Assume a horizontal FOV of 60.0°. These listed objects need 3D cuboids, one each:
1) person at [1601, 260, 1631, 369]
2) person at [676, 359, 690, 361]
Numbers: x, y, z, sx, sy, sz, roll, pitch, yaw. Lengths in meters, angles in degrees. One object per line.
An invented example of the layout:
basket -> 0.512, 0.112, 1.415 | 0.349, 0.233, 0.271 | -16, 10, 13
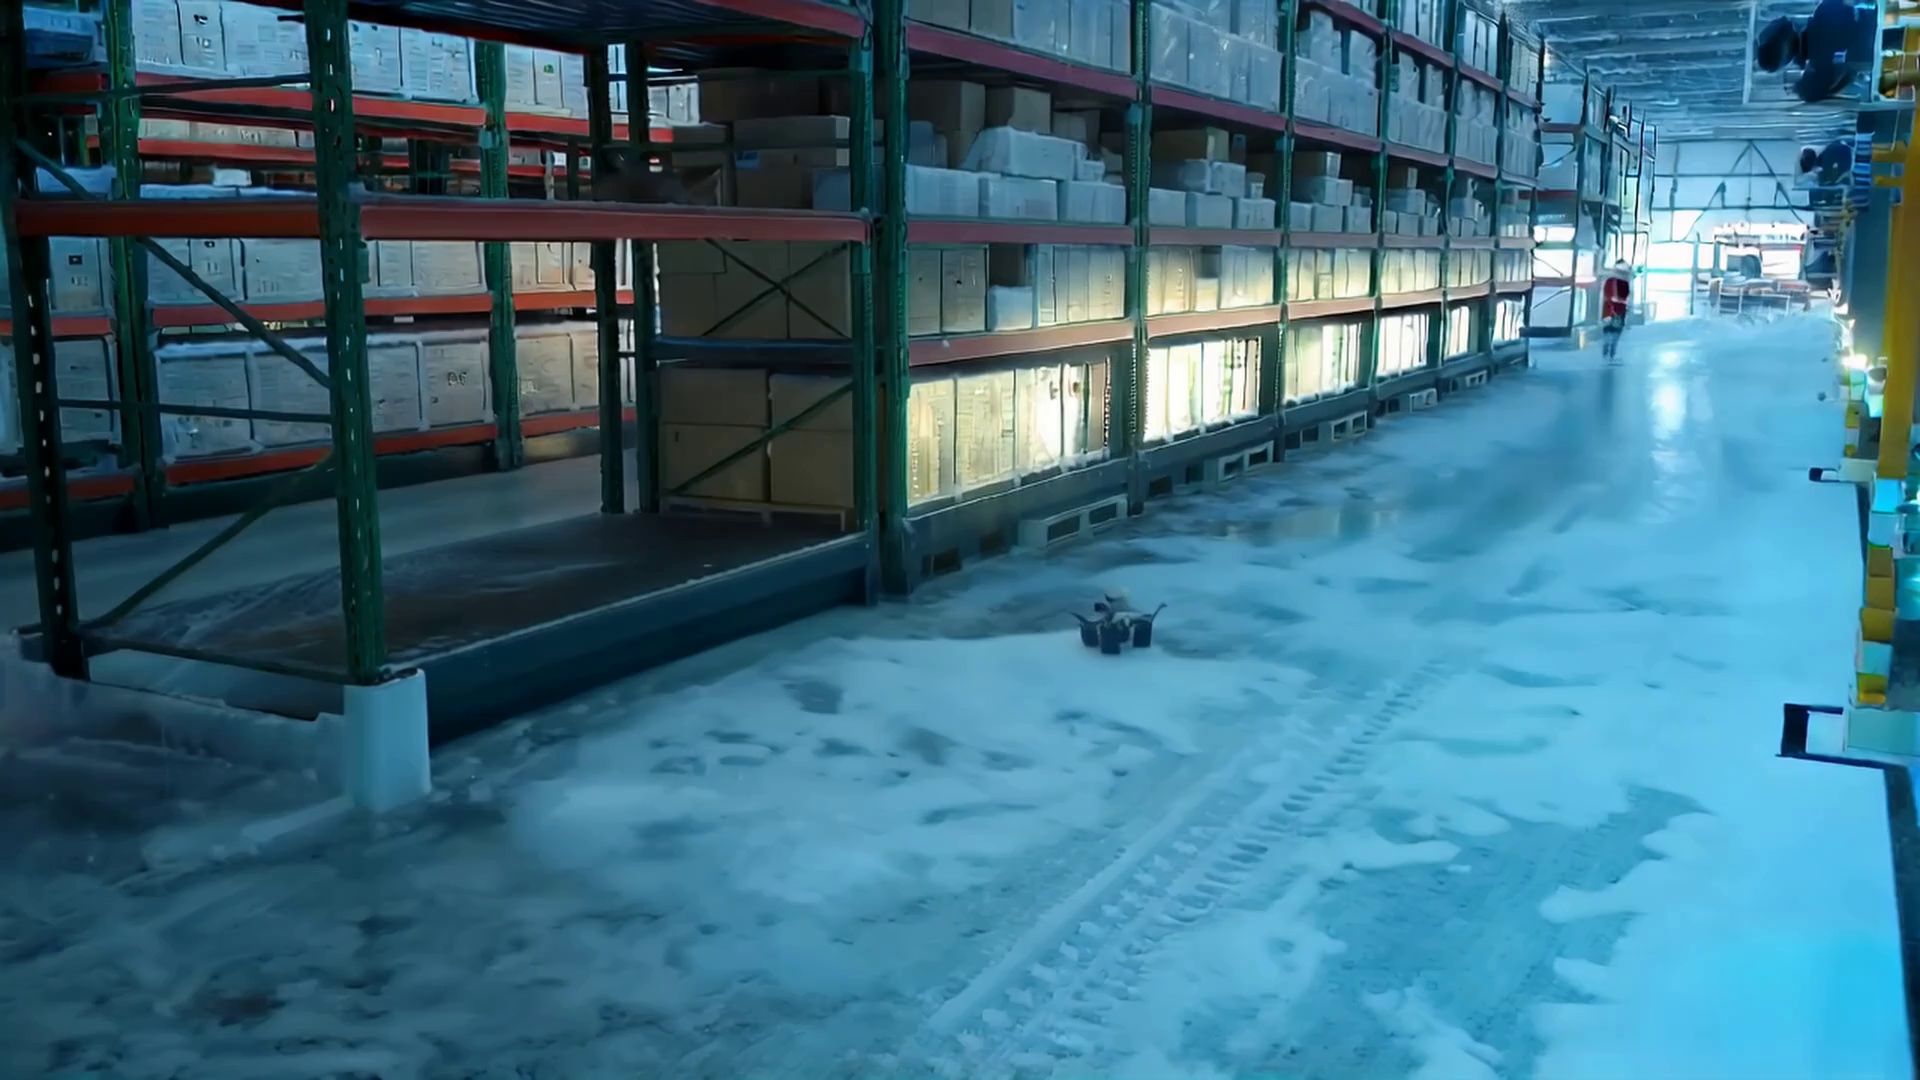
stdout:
person -> 12.431, -4.258, 31.428 | 0.615, 2.038, 0.395 | -8, 12, -37
person -> -2.547, -1.630, 16.672 | 0.630, 1.898, 1.019 | 4, 10, 21
